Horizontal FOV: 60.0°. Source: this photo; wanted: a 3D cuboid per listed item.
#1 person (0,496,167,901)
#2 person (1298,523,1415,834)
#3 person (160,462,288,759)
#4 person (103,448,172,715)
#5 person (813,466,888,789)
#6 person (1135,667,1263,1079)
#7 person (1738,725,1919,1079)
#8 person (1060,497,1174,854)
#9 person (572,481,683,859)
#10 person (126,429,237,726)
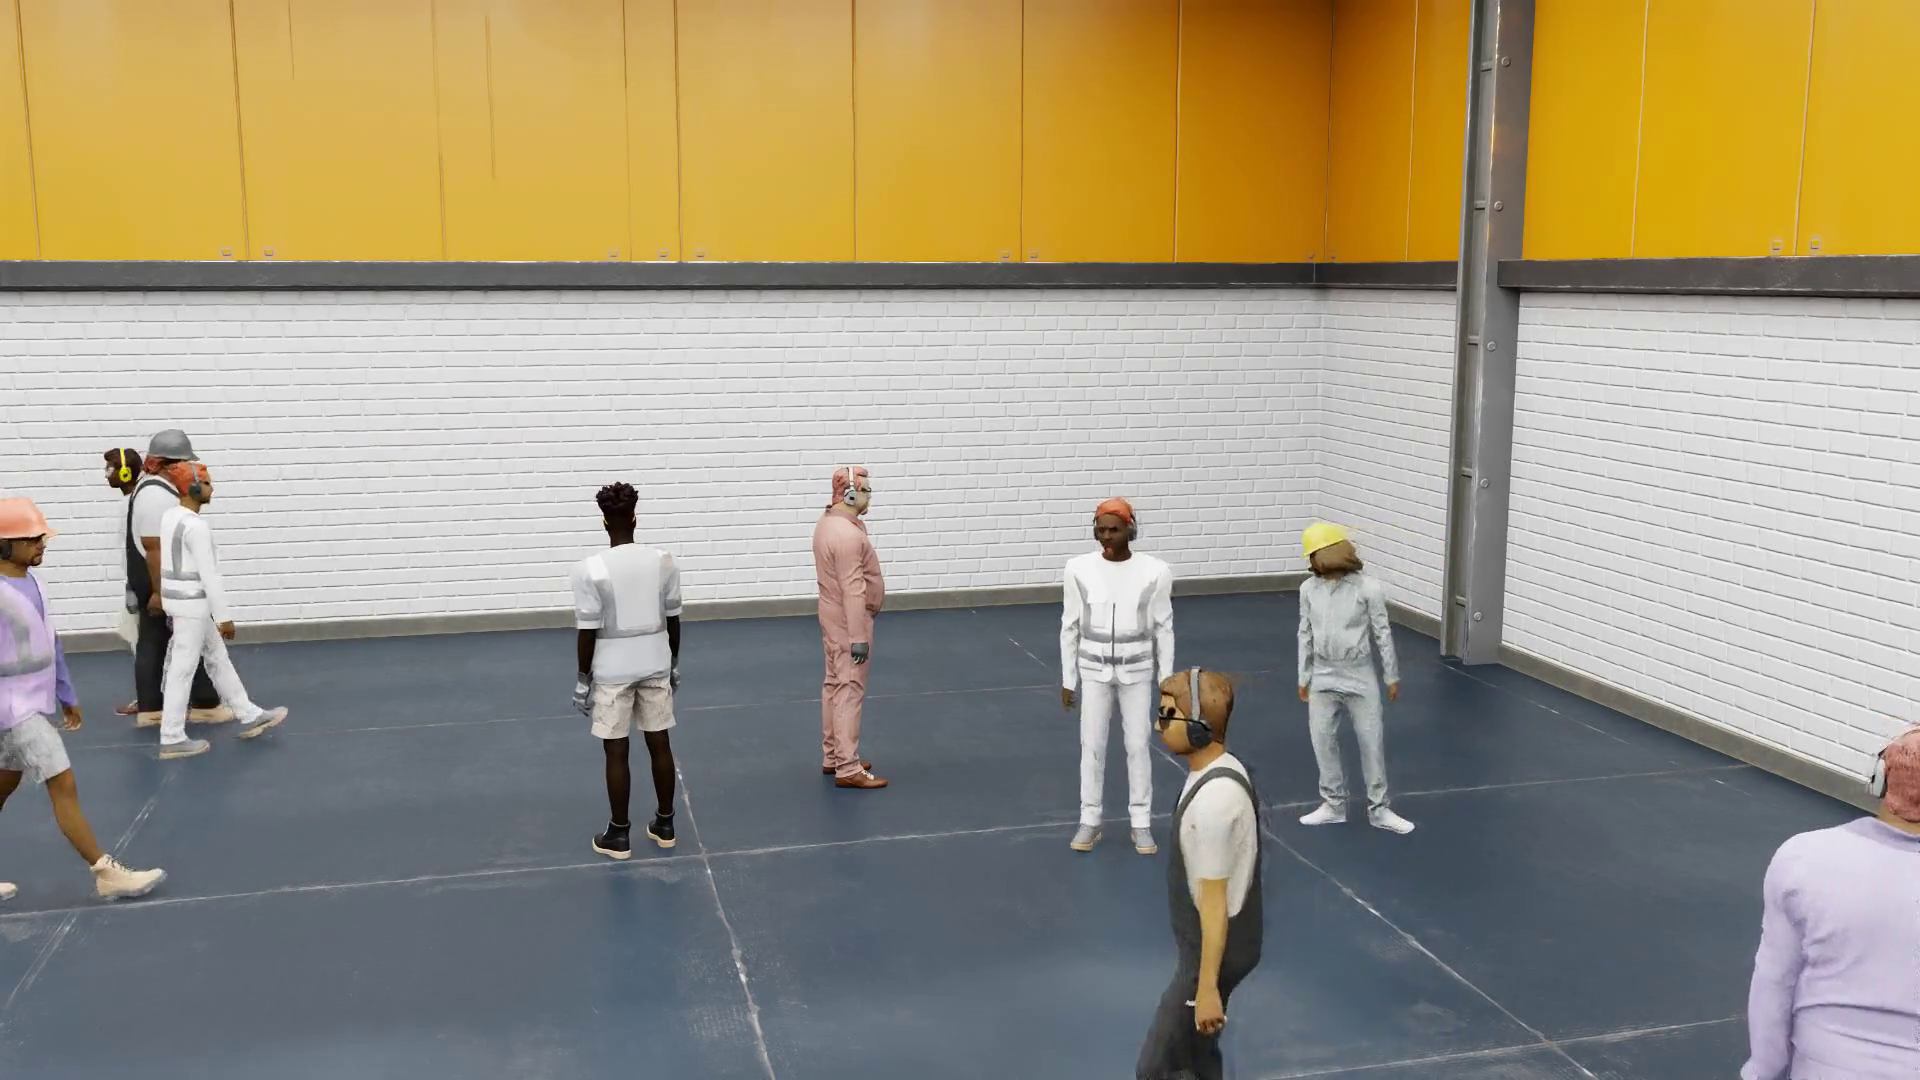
[{"bbox_3d":[-4.435,0.776,7.954,1.036,1.987,0.626,-1,9,-8],"label":"person"},{"bbox_3d":[2.136,0.757,8.968,0.675,1.698,0.386,6,11,32],"label":"person"},{"bbox_3d":[-4.704,0.428,10.541,0.902,1.845,0.604,-7,12,-39],"label":"person"},{"bbox_3d":[-5.630,0.283,11.424,0.437,1.853,0.529,-3,10,-18],"label":"person"},{"bbox_3d":[-0.644,0.509,9.865,0.408,1.905,0.653,-3,10,-17],"label":"person"},{"bbox_3d":[0.742,1.293,5.188,0.402,1.832,0.530,2,9,10],"label":"person"},{"bbox_3d":[2.395,1.406,4.314,0.689,1.897,0.400,6,11,31],"label":"person"},{"bbox_3d":[0.833,0.719,8.711,0.620,1.872,0.340,2,9,12],"label":"person"},{"bbox_3d":[-1.727,0.674,8.662,0.600,1.960,0.374,-6,11,-35],"label":"person"},{"bbox_3d":[-5.222,0.232,11.173,0.772,2.000,0.681,-6,11,-35],"label":"person"}]
